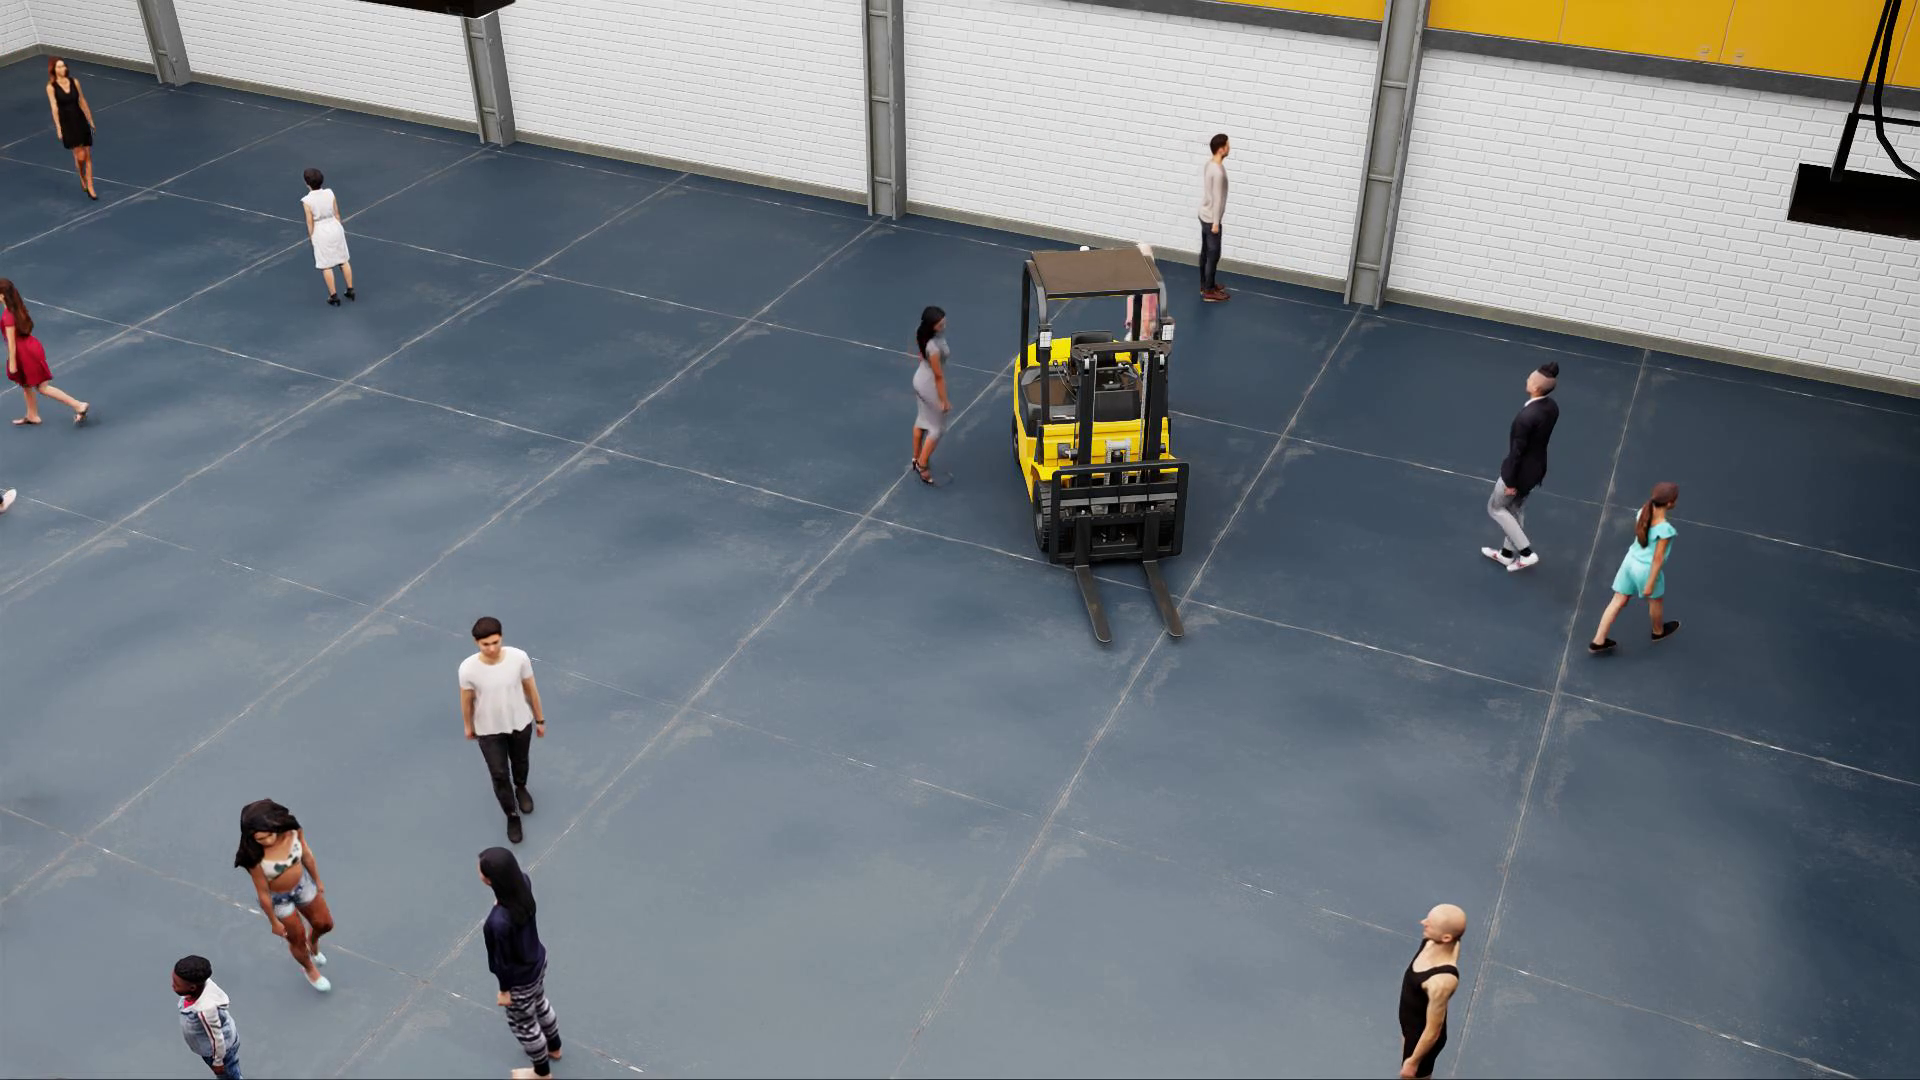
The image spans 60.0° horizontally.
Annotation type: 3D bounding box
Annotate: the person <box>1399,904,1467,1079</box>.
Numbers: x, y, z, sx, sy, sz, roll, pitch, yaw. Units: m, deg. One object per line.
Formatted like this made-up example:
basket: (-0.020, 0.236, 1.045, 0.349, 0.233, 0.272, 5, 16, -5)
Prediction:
person: (2.513, 2.638, 9.009, 0.592, 1.815, 0.692, 7, 34, 10)

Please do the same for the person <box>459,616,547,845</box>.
person: (-3.114, 1.177, 11.310, 0.915, 1.702, 0.981, -14, 36, -20)

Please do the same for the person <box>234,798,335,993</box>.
person: (-4.078, 2.133, 9.972, 0.680, 1.592, 0.630, 18, 38, 25)

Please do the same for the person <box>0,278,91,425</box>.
person: (-8.857, -1.768, 15.895, 1.041, 1.531, 0.918, -7, 34, -10)

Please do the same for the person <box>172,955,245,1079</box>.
person: (-4.162, 2.784, 9.291, 0.626, 1.261, 0.553, -19, 38, -26)

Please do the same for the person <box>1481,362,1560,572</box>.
person: (4.733, -0.562, 13.716, 0.866, 1.934, 0.933, -27, 42, -35)

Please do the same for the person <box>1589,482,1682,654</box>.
person: (5.222, 0.248, 12.878, 1.060, 1.515, 1.003, -12, 35, -17)

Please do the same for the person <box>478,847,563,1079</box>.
person: (-2.482, 2.409, 9.431, 0.625, 1.730, 0.669, 3, 34, 5)

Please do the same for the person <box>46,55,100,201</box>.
person: (-11.037, -5.111, 20.657, 0.666, 1.828, 0.645, 21, 39, 29)

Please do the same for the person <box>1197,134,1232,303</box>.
person: (2.717, -3.547, 18.272, 0.824, 1.864, 0.814, -2, 34, -3)

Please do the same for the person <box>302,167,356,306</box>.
person: (-6.928, -3.336, 18.235, 0.623, 1.552, 0.624, 29, 43, 36)

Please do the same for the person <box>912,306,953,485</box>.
person: (-0.290, -1.326, 15.023, 0.786, 1.761, 0.729, -21, 39, -28)
